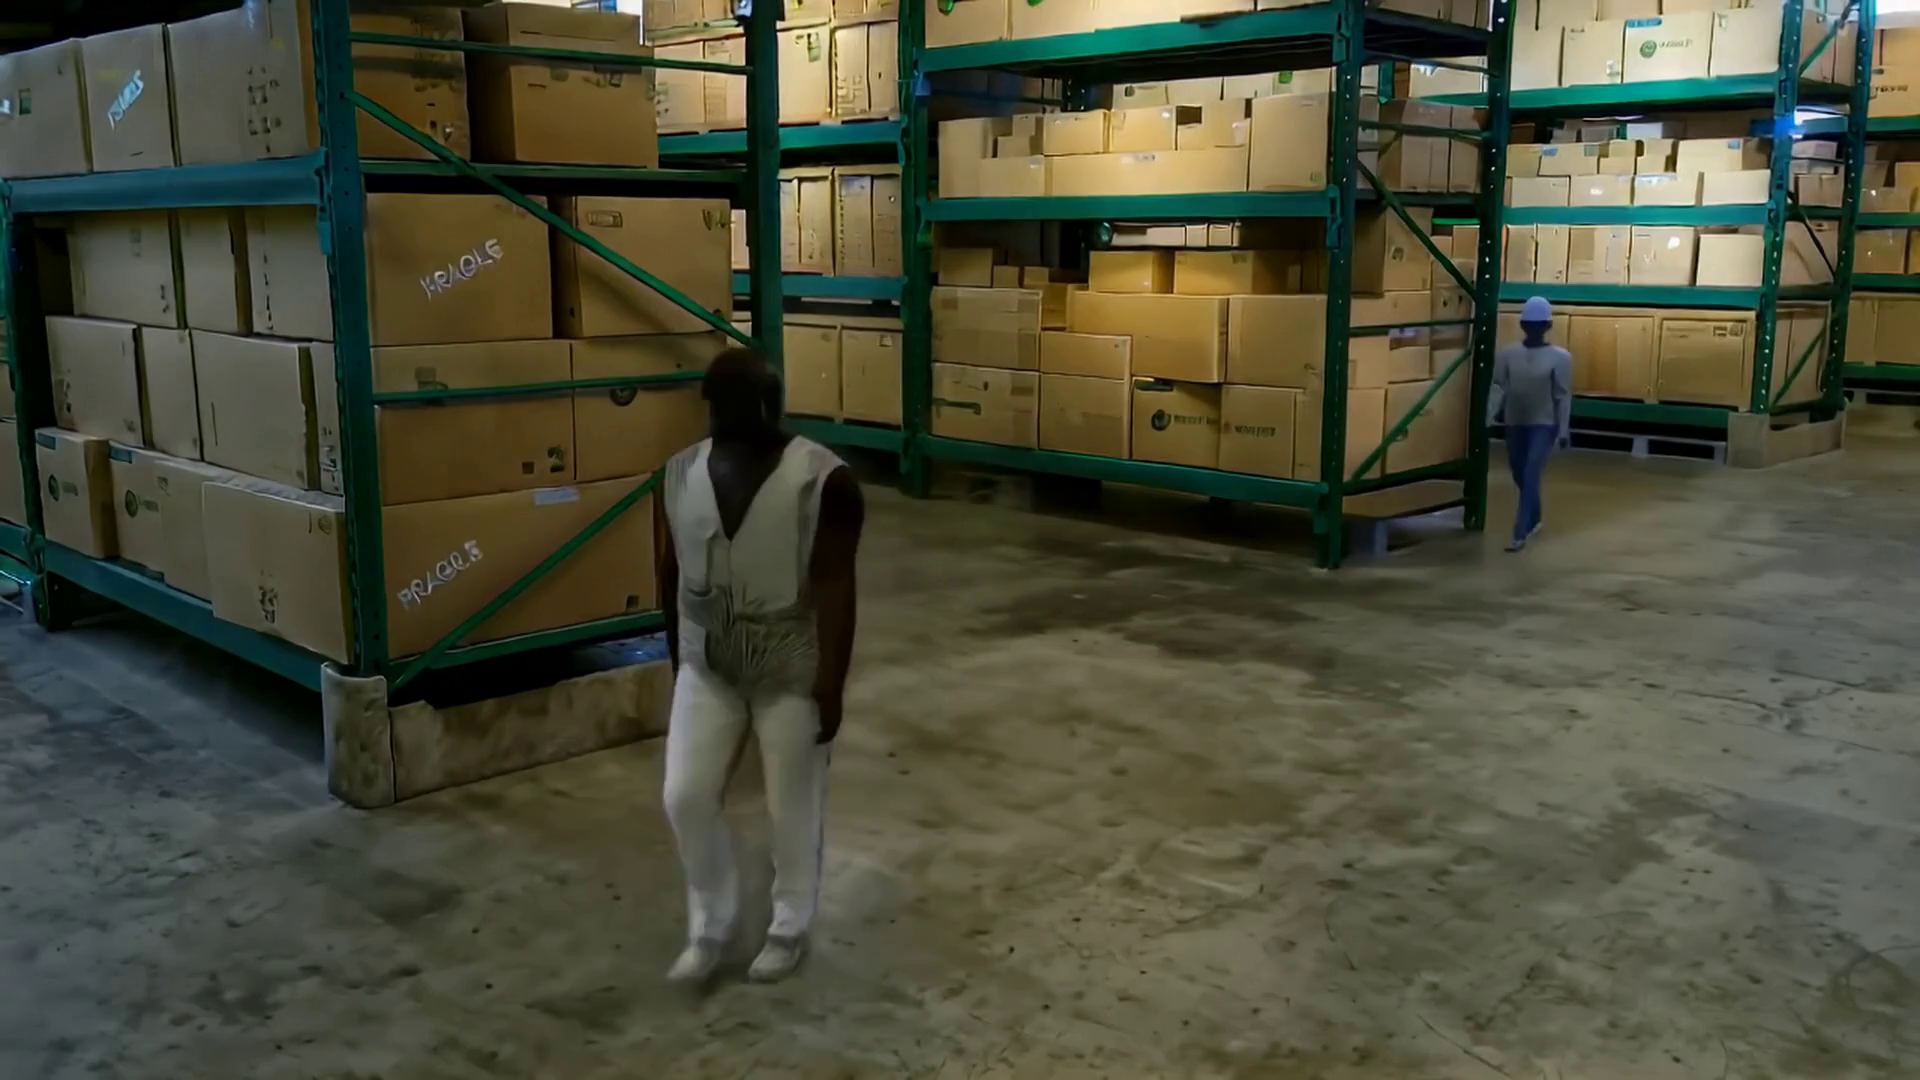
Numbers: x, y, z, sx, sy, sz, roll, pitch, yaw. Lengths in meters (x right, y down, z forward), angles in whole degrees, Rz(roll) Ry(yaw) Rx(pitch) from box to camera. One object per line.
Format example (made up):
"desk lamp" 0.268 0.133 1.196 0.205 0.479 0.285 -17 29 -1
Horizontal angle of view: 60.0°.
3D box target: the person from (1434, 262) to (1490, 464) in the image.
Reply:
"person" 4.398 -1.577 15.158 1.013 1.898 0.641 3 11 14

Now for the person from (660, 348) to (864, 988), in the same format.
"person" -0.592 0.386 4.651 0.629 1.826 0.566 3 11 15

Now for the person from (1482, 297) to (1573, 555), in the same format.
"person" 3.917 -0.806 11.396 0.524 1.726 0.888 9 14 42
